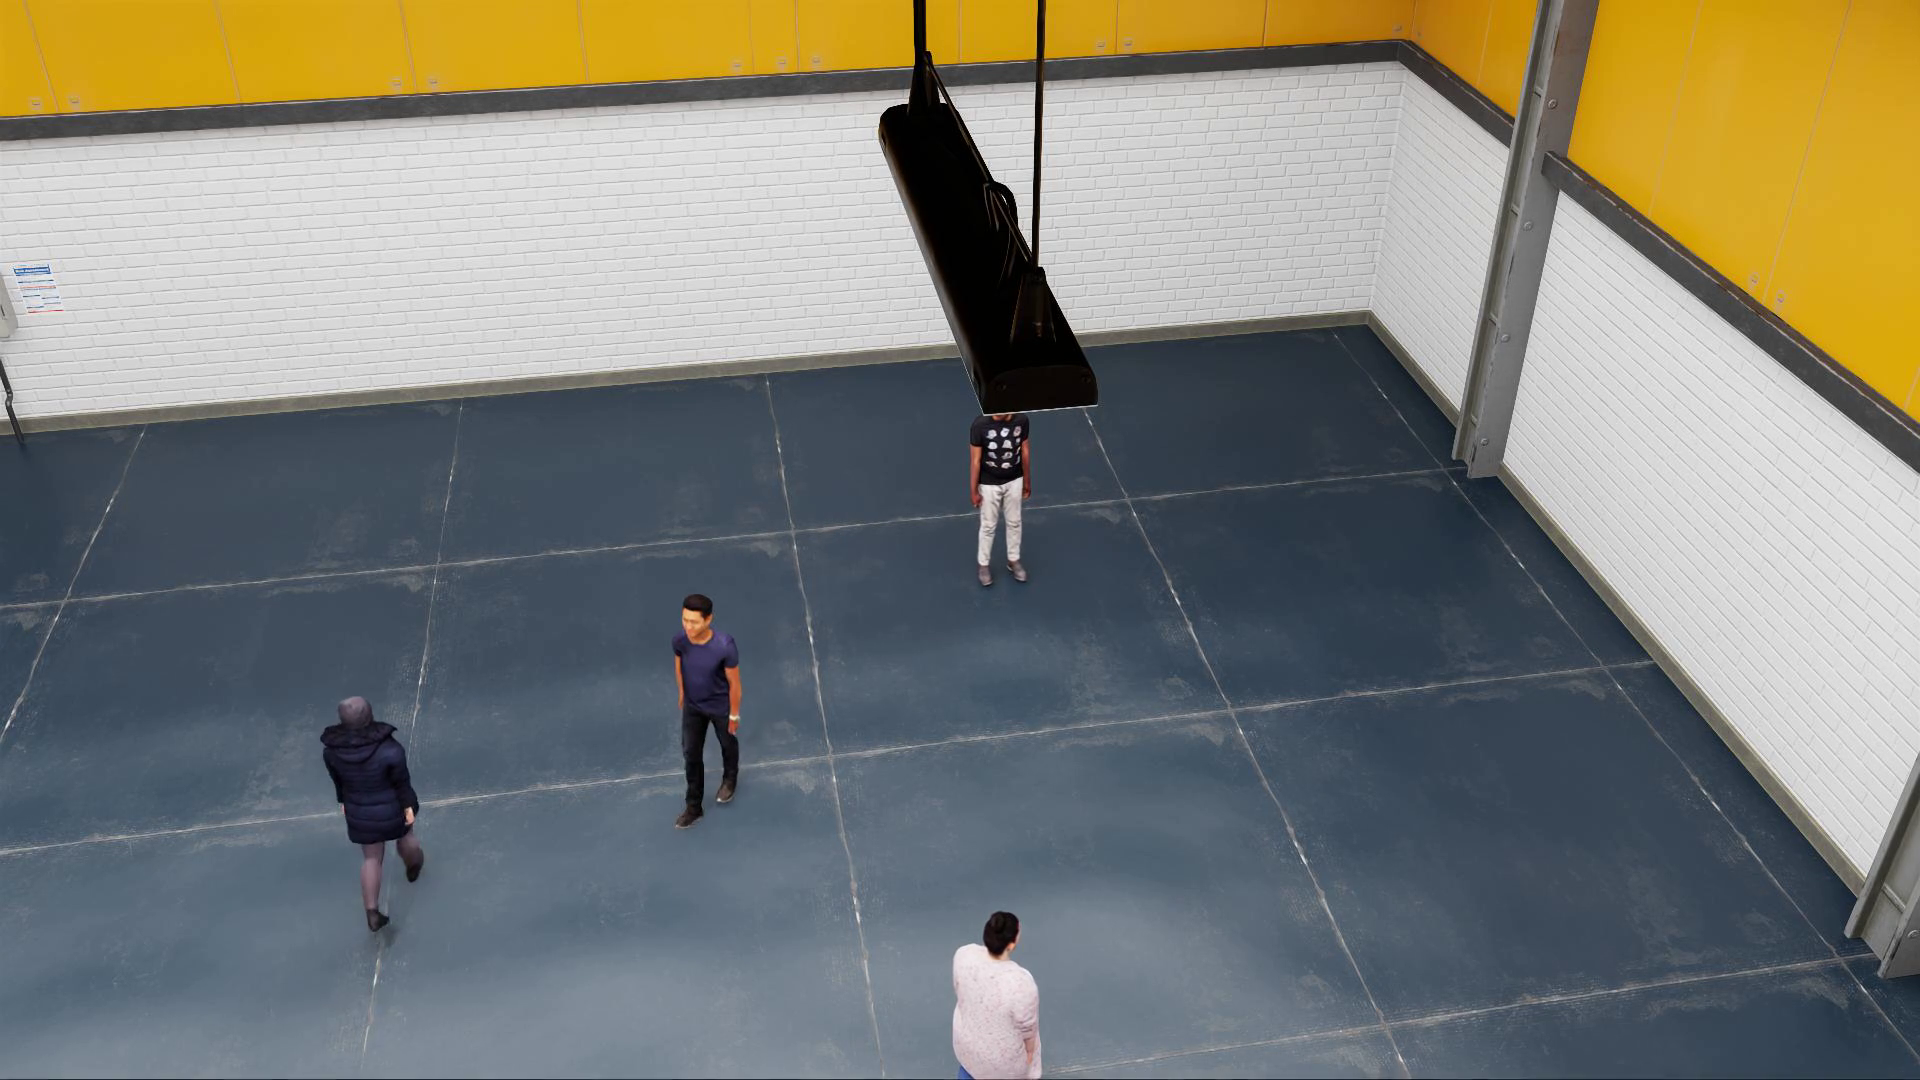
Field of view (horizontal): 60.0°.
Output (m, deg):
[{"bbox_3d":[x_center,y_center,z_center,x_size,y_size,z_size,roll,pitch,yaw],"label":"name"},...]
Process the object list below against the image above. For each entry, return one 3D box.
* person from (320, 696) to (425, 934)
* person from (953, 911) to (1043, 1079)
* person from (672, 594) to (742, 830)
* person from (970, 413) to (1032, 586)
[{"bbox_3d":[-3.634,1.694,10.292,0.792,1.648,1.102,0,34,0],"label":"person"},{"bbox_3d":[0.169,2.612,8.827,0.786,1.743,0.855,24,40,31],"label":"person"},{"bbox_3d":[-1.638,1.040,11.163,0.894,1.774,1.014,10,35,14],"label":"person"},{"bbox_3d":[0.325,-0.477,13.420,0.683,1.801,0.630,-9,35,-13],"label":"person"}]
